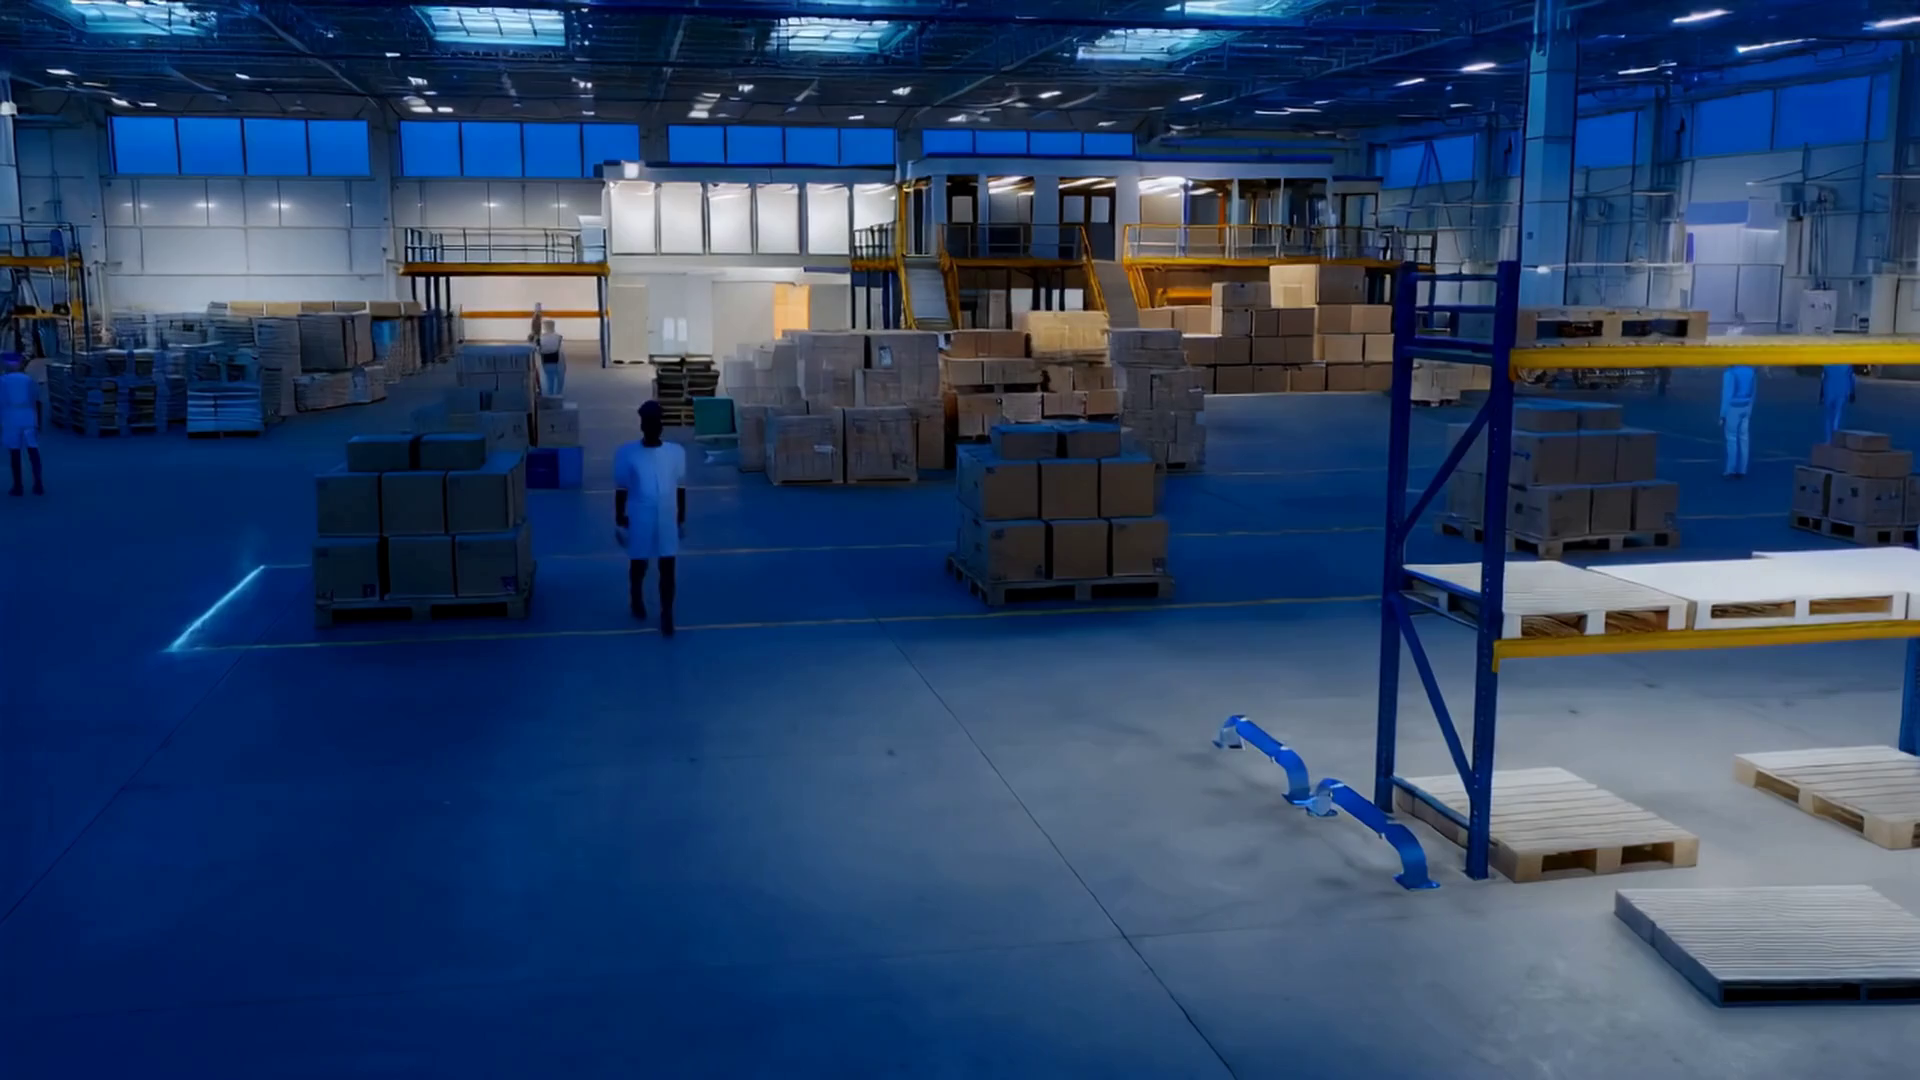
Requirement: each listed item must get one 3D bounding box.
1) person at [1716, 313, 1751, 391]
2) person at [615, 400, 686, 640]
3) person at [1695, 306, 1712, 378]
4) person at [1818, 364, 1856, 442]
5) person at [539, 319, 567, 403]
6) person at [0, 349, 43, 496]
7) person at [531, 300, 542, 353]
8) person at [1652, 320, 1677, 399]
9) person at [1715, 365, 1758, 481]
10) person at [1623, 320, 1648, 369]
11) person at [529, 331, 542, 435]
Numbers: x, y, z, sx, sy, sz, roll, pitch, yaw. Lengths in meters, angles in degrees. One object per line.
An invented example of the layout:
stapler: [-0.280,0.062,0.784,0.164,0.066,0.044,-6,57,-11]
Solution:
person: [18.689,-4.512,40.117,0.398,1.898,0.686,-7,12,-38]
person: [-2.552,-0.196,13.704,0.611,1.942,0.890,-4,10,-20]
person: [19.873,-5.275,44.559,0.554,1.965,0.700,-1,9,-8]
person: [14.410,-2.380,27.328,0.529,1.838,0.936,6,11,34]
person: [-8.706,-3.790,35.696,0.631,1.897,0.617,1,9,9]
person: [-12.408,-1.545,21.918,0.378,1.932,0.552,8,12,41]
person: [-14.830,-7.464,58.274,0.328,1.842,0.516,-9,13,-43]
person: [16.080,-4.120,37.940,0.498,1.825,0.650,-7,12,-38]
person: [10.968,-1.780,23.501,0.585,1.882,0.337,-4,10,-21]
person: [18.457,-5.357,45.538,0.947,1.797,0.639,4,10,25]
person: [-7.642,-2.815,29.908,0.328,1.859,0.500,-6,11,-31]
